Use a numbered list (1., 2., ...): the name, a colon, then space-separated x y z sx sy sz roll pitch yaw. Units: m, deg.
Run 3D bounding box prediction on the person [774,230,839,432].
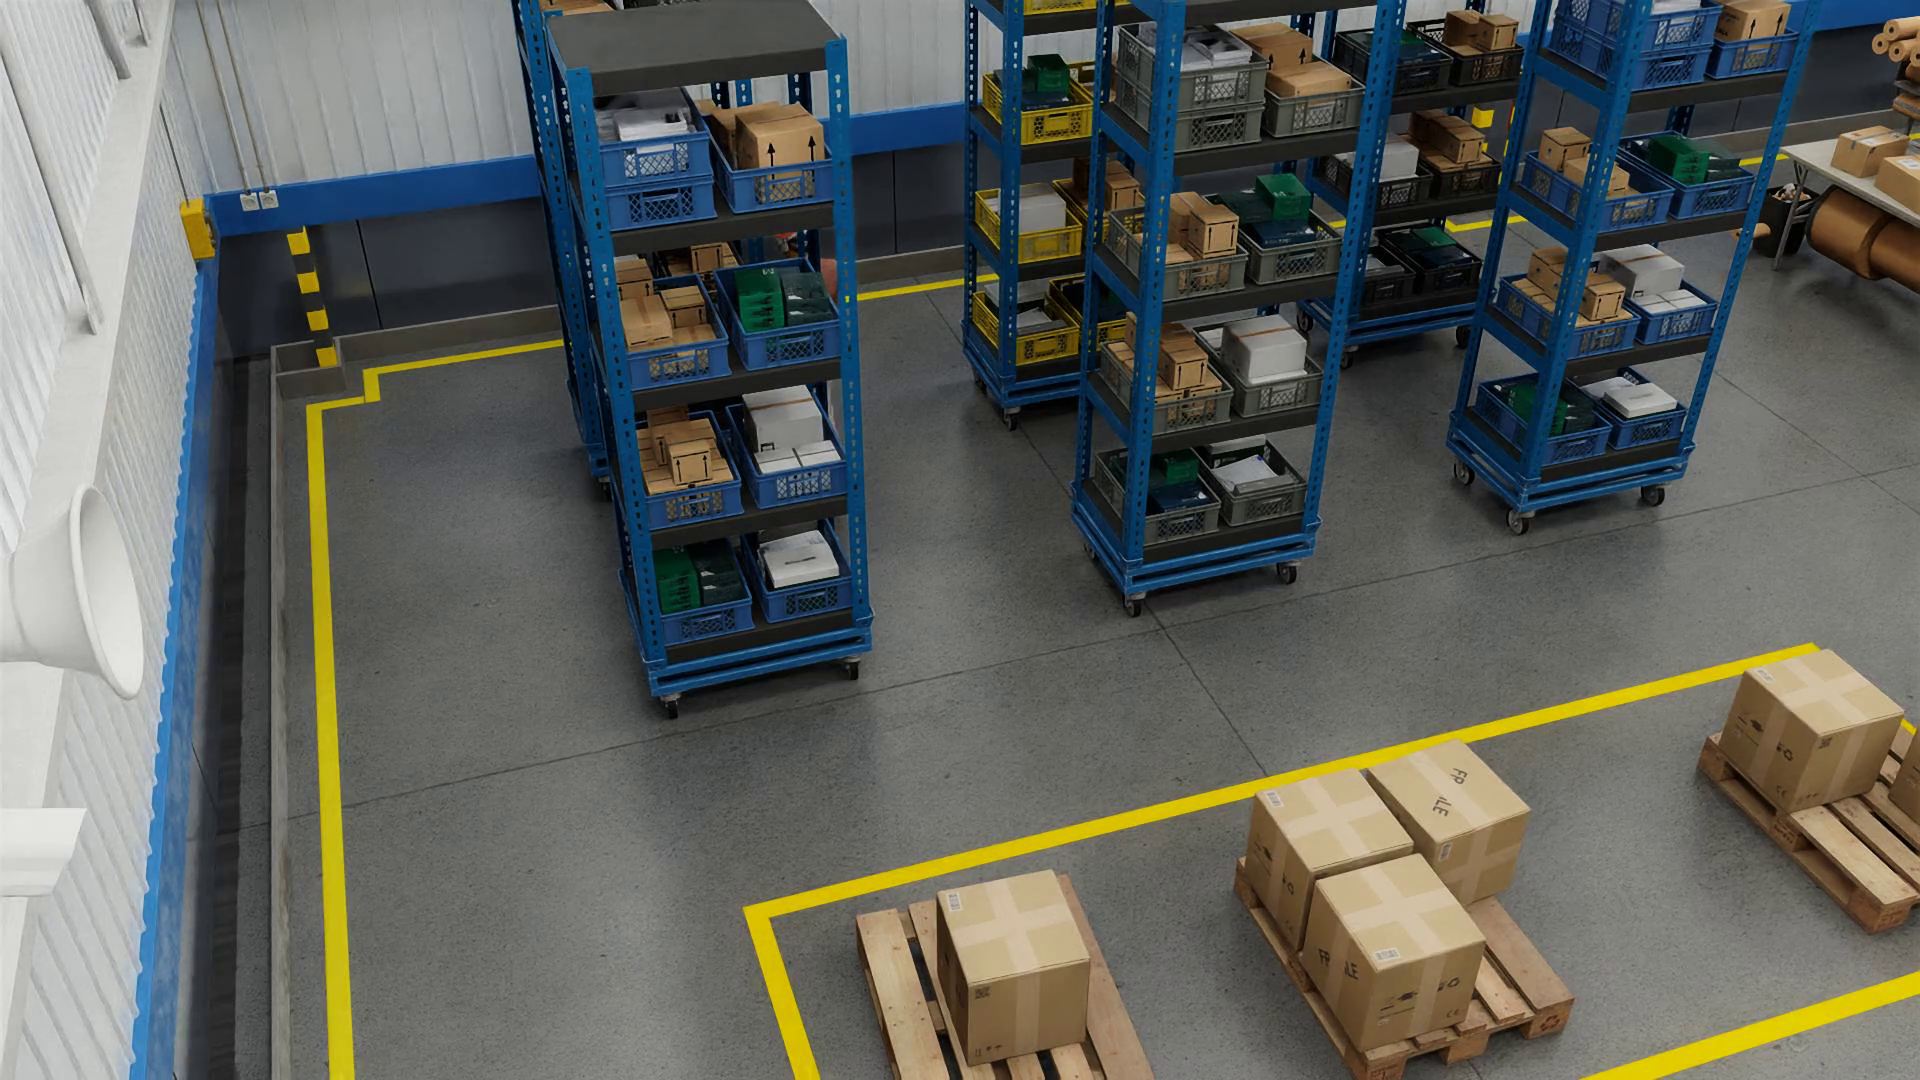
1. person: -0.962 -1.099 10.124 0.623 1.980 0.411 -28 44 -33
